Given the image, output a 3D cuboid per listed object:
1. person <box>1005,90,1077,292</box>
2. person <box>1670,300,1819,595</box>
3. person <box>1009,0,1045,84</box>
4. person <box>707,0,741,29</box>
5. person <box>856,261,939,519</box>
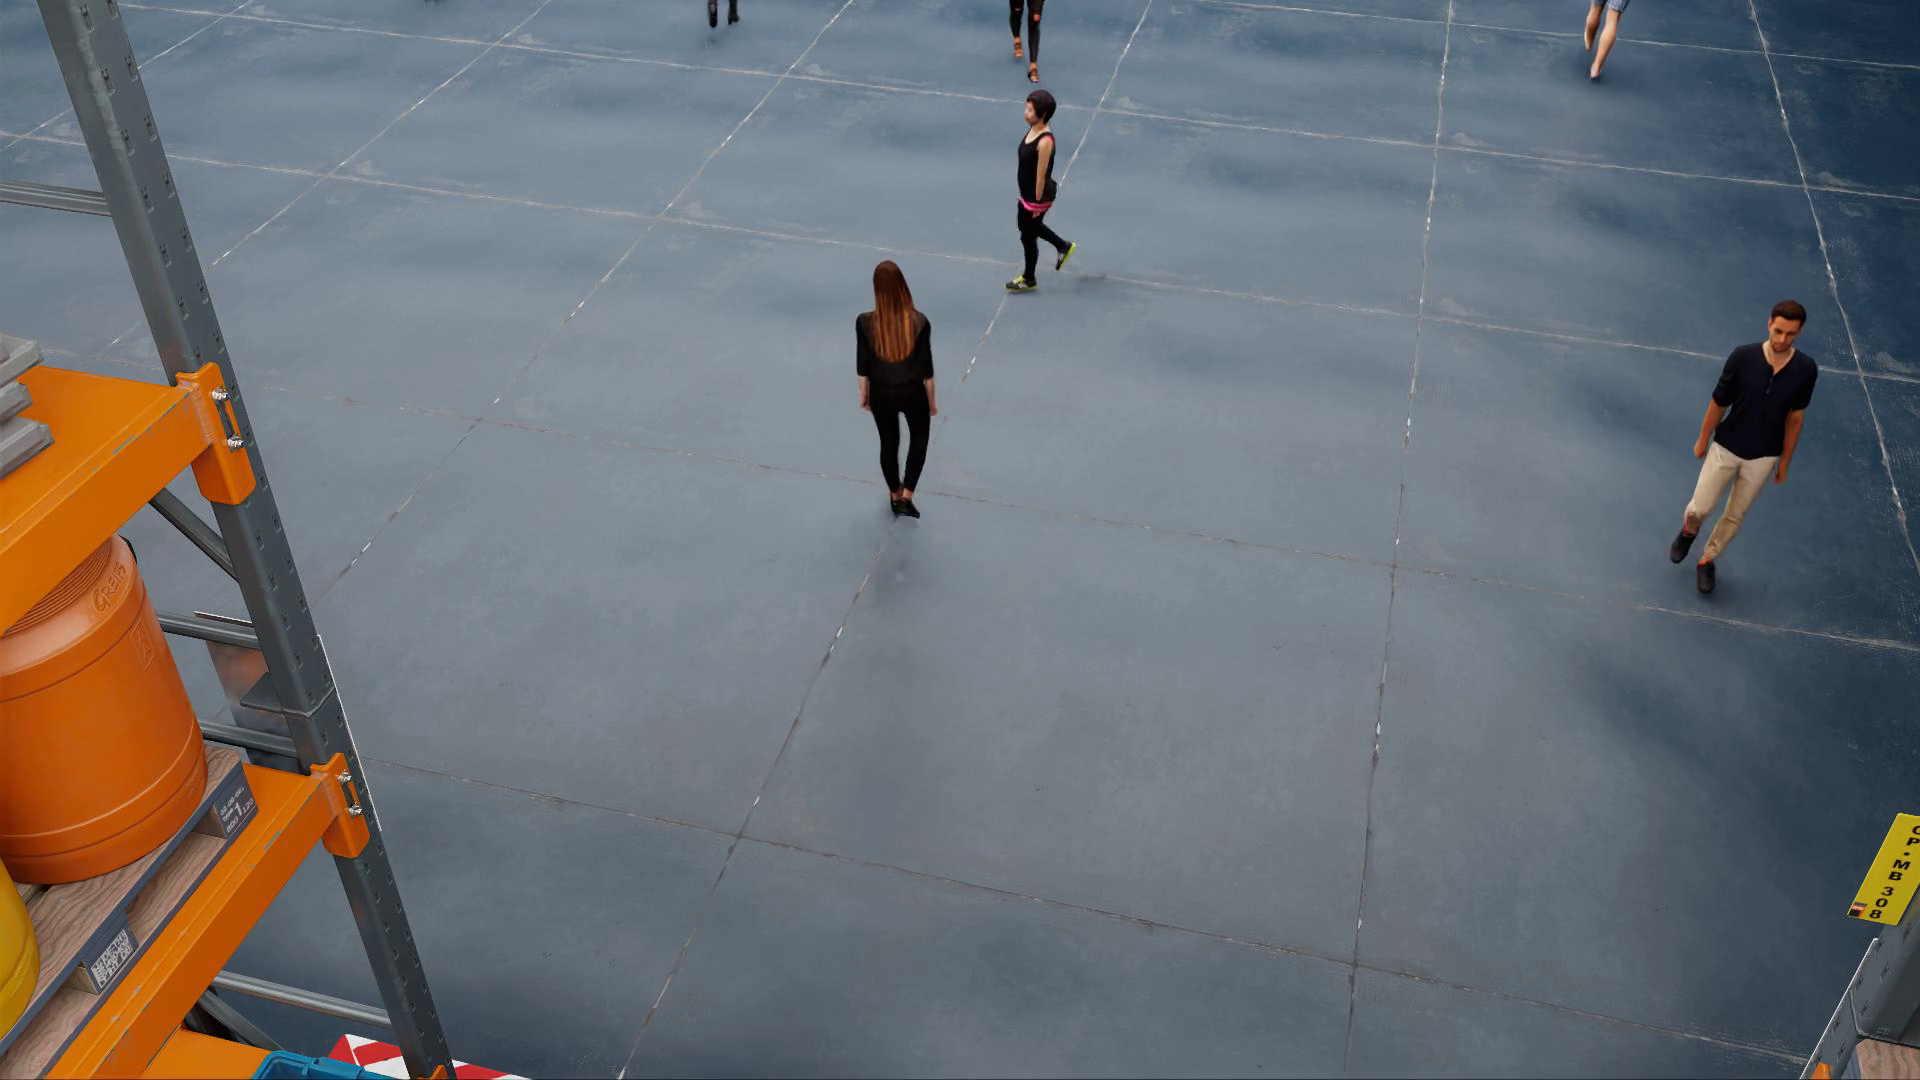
[{"bbox_3d":[0.617,-2.523,12.049,0.792,1.538,0.819,-7,39,-9],"label":"person"},{"bbox_3d":[4.383,-0.556,9.283,0.641,1.848,0.668,12,40,15],"label":"person"},{"bbox_3d":[0.583,-5.136,15.295,0.908,1.654,1.201,-5,38,-6],"label":"person"},{"bbox_3d":[-2.338,-5.698,16.081,0.647,1.571,0.877,6,38,7],"label":"person"},{"bbox_3d":[-0.374,-0.803,9.715,0.695,1.704,0.819,4,38,4],"label":"person"}]
